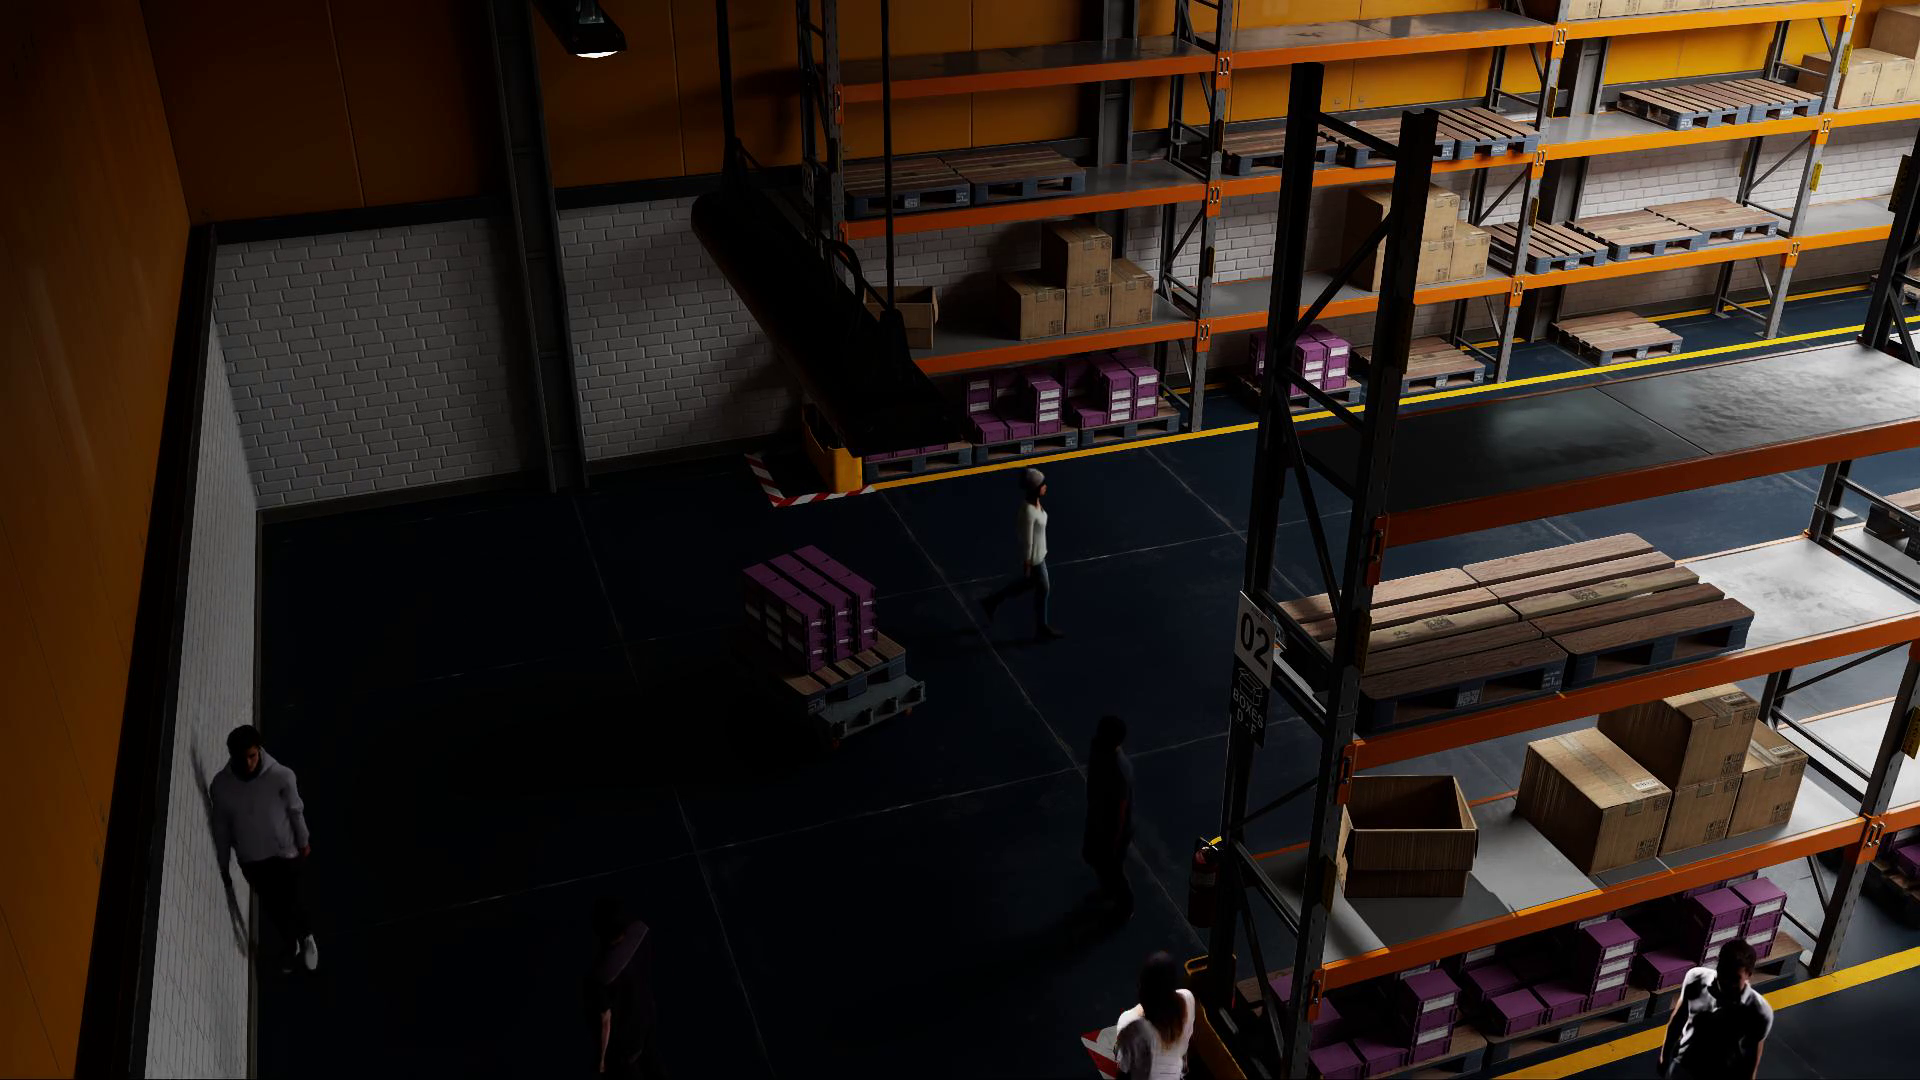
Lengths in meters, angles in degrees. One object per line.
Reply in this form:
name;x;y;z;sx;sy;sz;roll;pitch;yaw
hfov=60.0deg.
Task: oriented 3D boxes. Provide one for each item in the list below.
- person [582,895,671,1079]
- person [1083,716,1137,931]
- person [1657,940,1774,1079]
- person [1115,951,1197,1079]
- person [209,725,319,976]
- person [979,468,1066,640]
person;-1.851;2.714;9.244;0.837;1.845;0.794;10;30;18
person;1.030;1.831;10.938;0.612;1.771;0.710;-2;29;-4
person;4.033;2.863;8.968;0.705;1.846;0.723;-24;37;-37
person;1.090;2.974;8.967;1.010;1.652;0.947;-24;36;-36
person;-4.412;1.921;10.632;0.655;1.907;0.818;-3;29;-6
person;0.538;0.126;14.219;1.076;1.624;0.868;4;29;7
